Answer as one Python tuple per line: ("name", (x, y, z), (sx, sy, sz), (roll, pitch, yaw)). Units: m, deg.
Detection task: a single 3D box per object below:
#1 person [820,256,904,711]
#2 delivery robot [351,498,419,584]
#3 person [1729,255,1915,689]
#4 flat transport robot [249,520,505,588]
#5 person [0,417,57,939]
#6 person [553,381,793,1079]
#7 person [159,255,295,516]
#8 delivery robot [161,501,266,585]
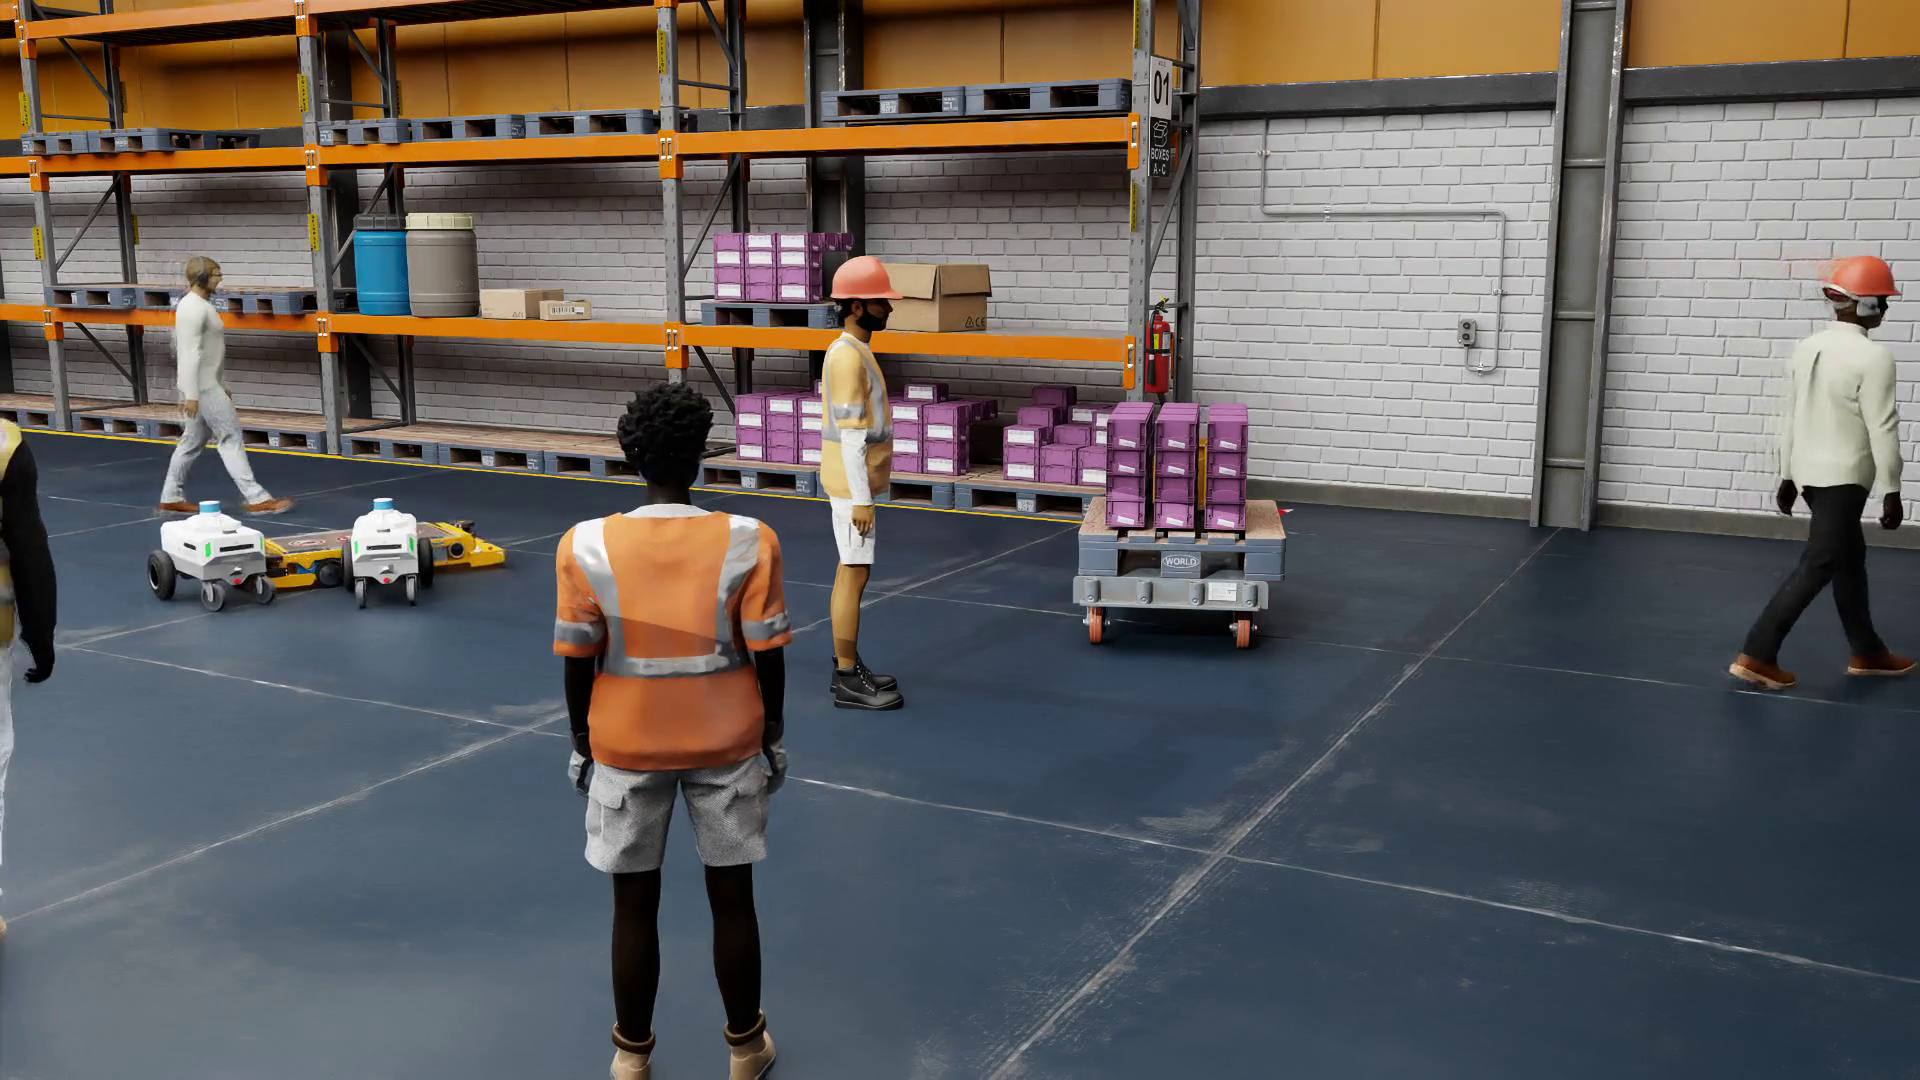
("person", (-0.422, -0.242, 7.180), (0.360, 1.939, 0.543), (-1, 10, -5))
("delivery robot", (-3.227, 0.009, 9.342), (0.477, 0.478, 0.707), (-3, 11, -18))
("person", (3.937, -0.295, 7.463), (0.996, 1.949, 0.636), (-1, 10, -4))
("flat transport robot", (-3.561, 0.070, 10.042), (1.431, 0.197, 0.652), (-7, 13, -34))
("person", (-2.872, 0.276, 4.634), (0.659, 1.829, 0.450), (-5, 11, -26))
("person", (-0.657, 0.480, 3.877), (0.540, 1.698, 0.315), (-2, 10, -8))
("person", (-5.398, -1.098, 12.027), (0.930, 1.894, 0.651), (-4, 11, -21))
("delivery robot", (-4.154, 0.027, 9.245), (0.477, 0.478, 0.707), (-10, 14, -43))
